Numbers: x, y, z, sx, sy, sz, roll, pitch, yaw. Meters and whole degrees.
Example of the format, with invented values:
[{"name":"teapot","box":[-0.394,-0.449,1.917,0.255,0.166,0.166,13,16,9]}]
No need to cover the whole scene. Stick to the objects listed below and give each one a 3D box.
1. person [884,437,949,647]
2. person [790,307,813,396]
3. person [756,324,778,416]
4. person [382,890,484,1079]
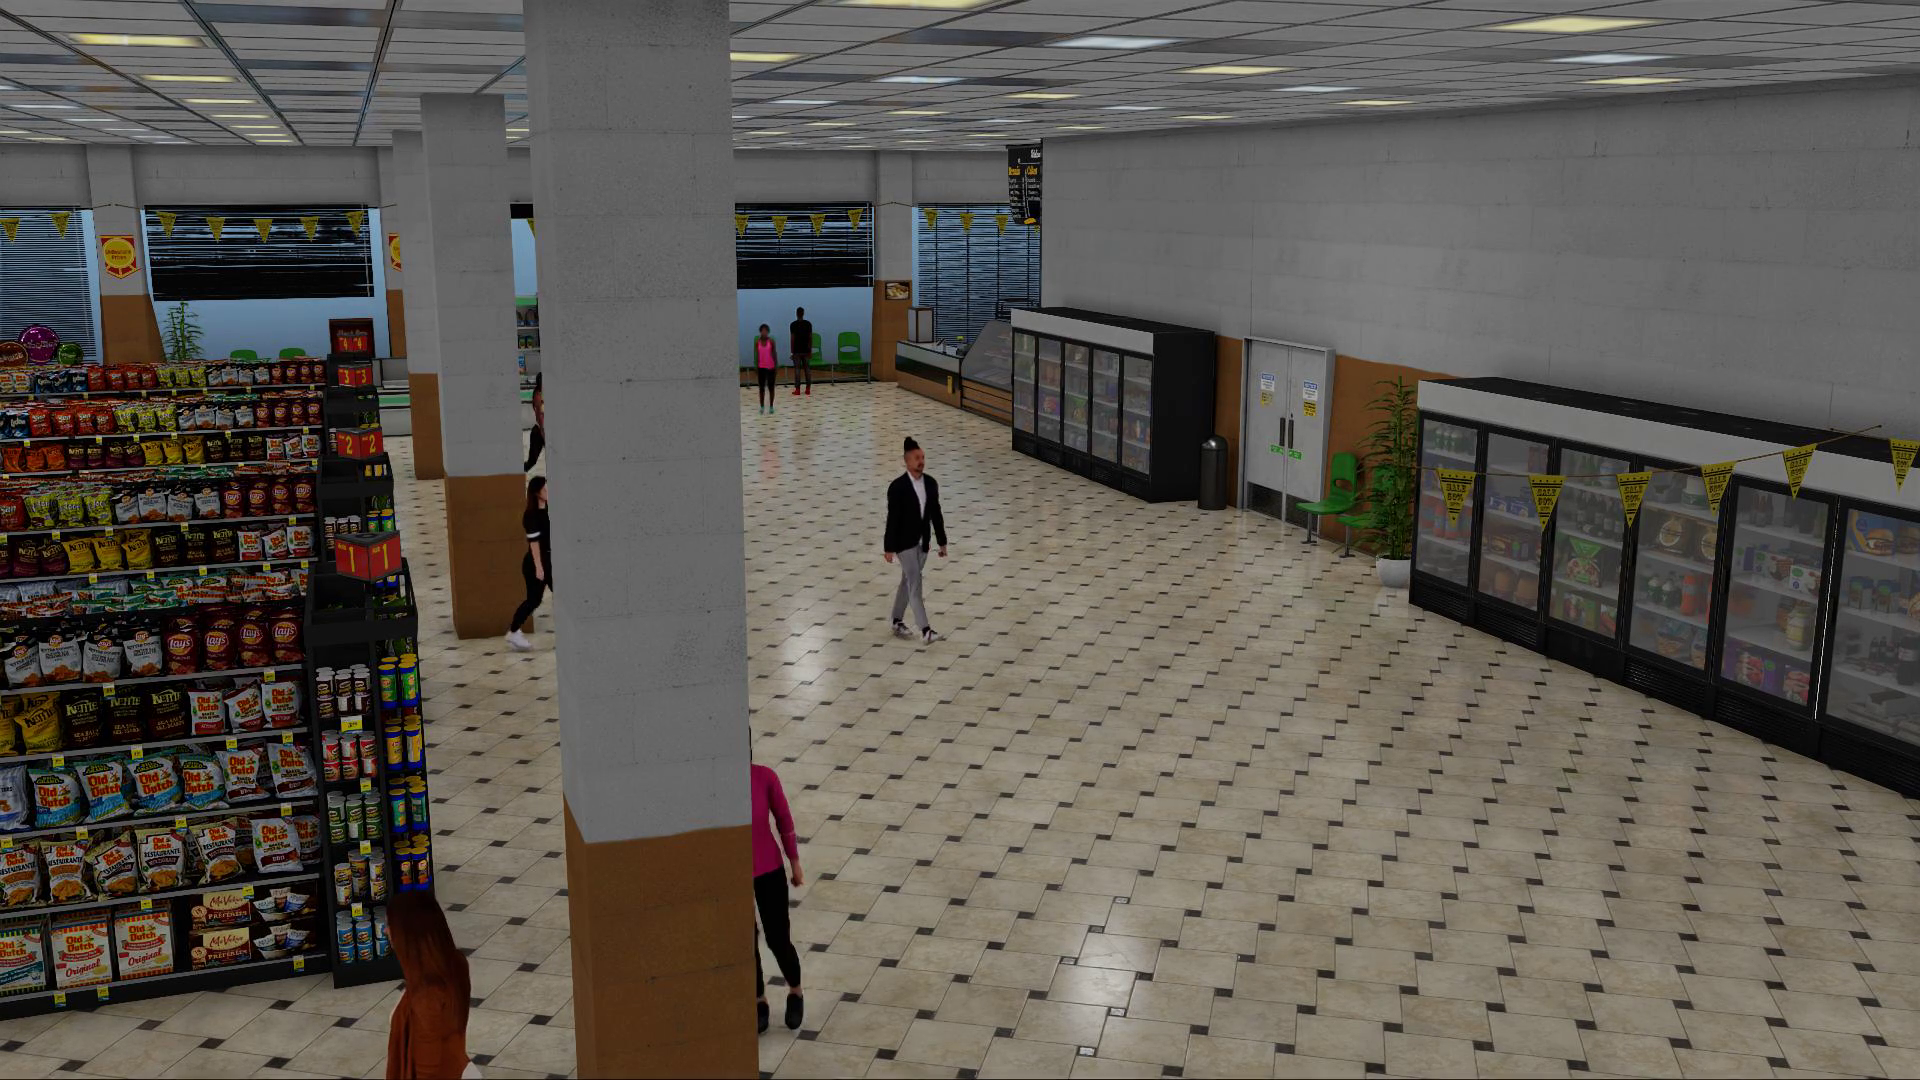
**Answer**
[{"name":"person","box":[-0.508,0.039,15.545,1.223,1.843,1.088,-10,16,-40]},{"name":"person","box":[-3.284,-3.914,34.412,0.494,1.806,0.713,-6,13,-25]},{"name":"person","box":[-3.608,-3.182,31.259,1.101,1.671,0.892,0,12,-1]},{"name":"person","box":[-1.884,2.087,6.129,0.641,1.716,0.666,-1,12,-5]}]
